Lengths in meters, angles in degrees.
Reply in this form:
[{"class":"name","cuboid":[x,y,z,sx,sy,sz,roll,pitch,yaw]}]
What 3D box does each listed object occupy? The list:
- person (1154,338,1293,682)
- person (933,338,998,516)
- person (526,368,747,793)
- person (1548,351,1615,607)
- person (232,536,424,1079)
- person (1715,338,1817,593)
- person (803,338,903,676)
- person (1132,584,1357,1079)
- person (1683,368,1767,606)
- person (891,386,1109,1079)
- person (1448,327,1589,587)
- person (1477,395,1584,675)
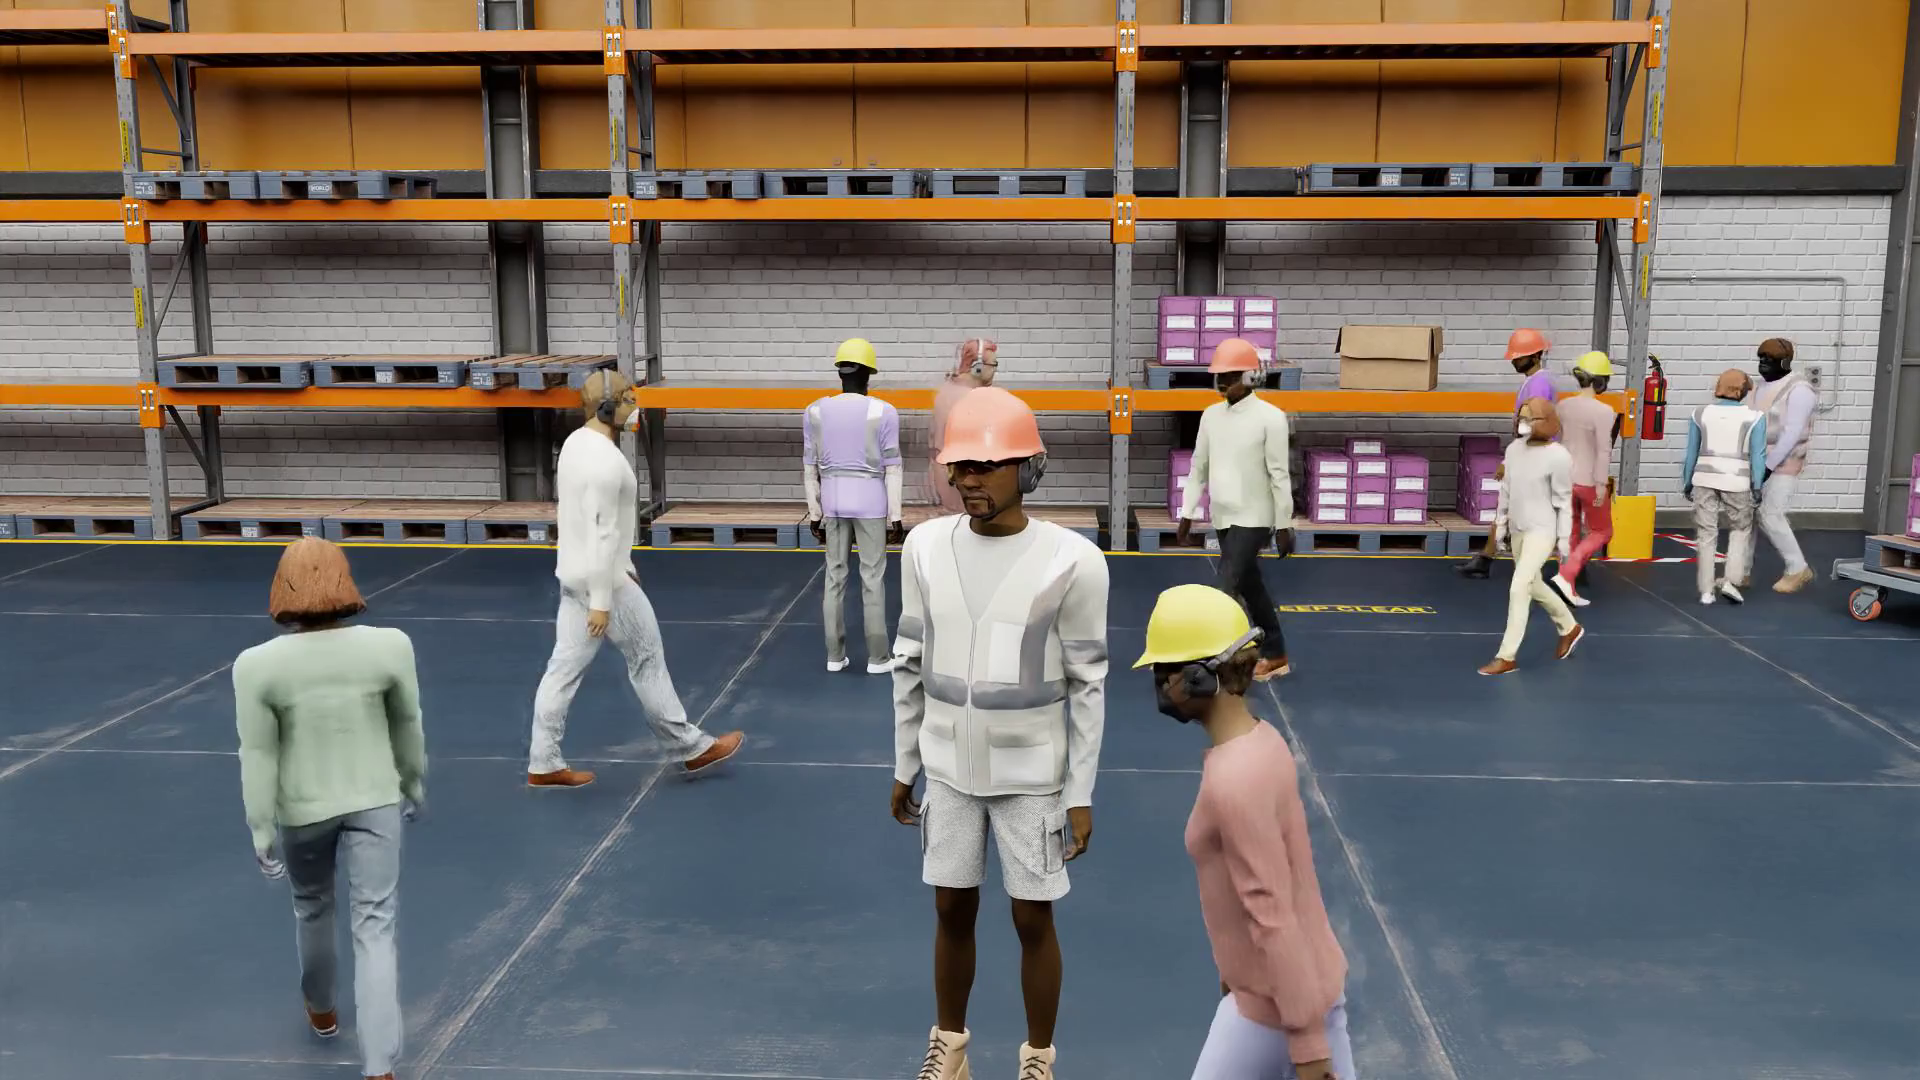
[{"class":"person","cuboid":[1.468,-0.129,9.094,1.041,1.935,0.652,-6,11,-31]},{"class":"person","cuboid":[0.055,-0.291,10.194,0.409,1.886,0.664,-3,10,-15]},{"class":"person","cuboid":[-1.497,0.183,7.416,1.003,1.888,0.636,-5,11,-28]},{"class":"person","cuboid":[4.162,-0.390,11.183,0.418,1.755,0.522,-4,11,-23]},{"class":"person","cuboid":[-1.798,0.780,4.809,0.501,1.590,0.870,-4,10,-20]},{"class":"person","cuboid":[5.731,-0.516,11.715,0.591,1.815,0.638,-2,10,-10]},{"class":"person","cuboid":[-0.594,-0.180,9.455,0.586,1.917,0.380,3,10,17]},{"class":"person","cuboid":[0.618,0.946,3.505,0.934,1.687,0.553,3,10,18]},{"class":"person","cuboid":[5.201,-0.355,11.348,0.544,1.619,0.407,7,12,36]},{"class":"person","cuboid":[0.084,0.613,4.442,0.605,2.045,0.380,4,11,24]},{"class":"person","cuboid":[4.112,-0.589,11.991,0.956,1.875,0.543,1,10,7]},{"class":"person","cuboid":[3.346,-0.042,9.578,0.805,1.602,0.507,-4,10,-22]}]
